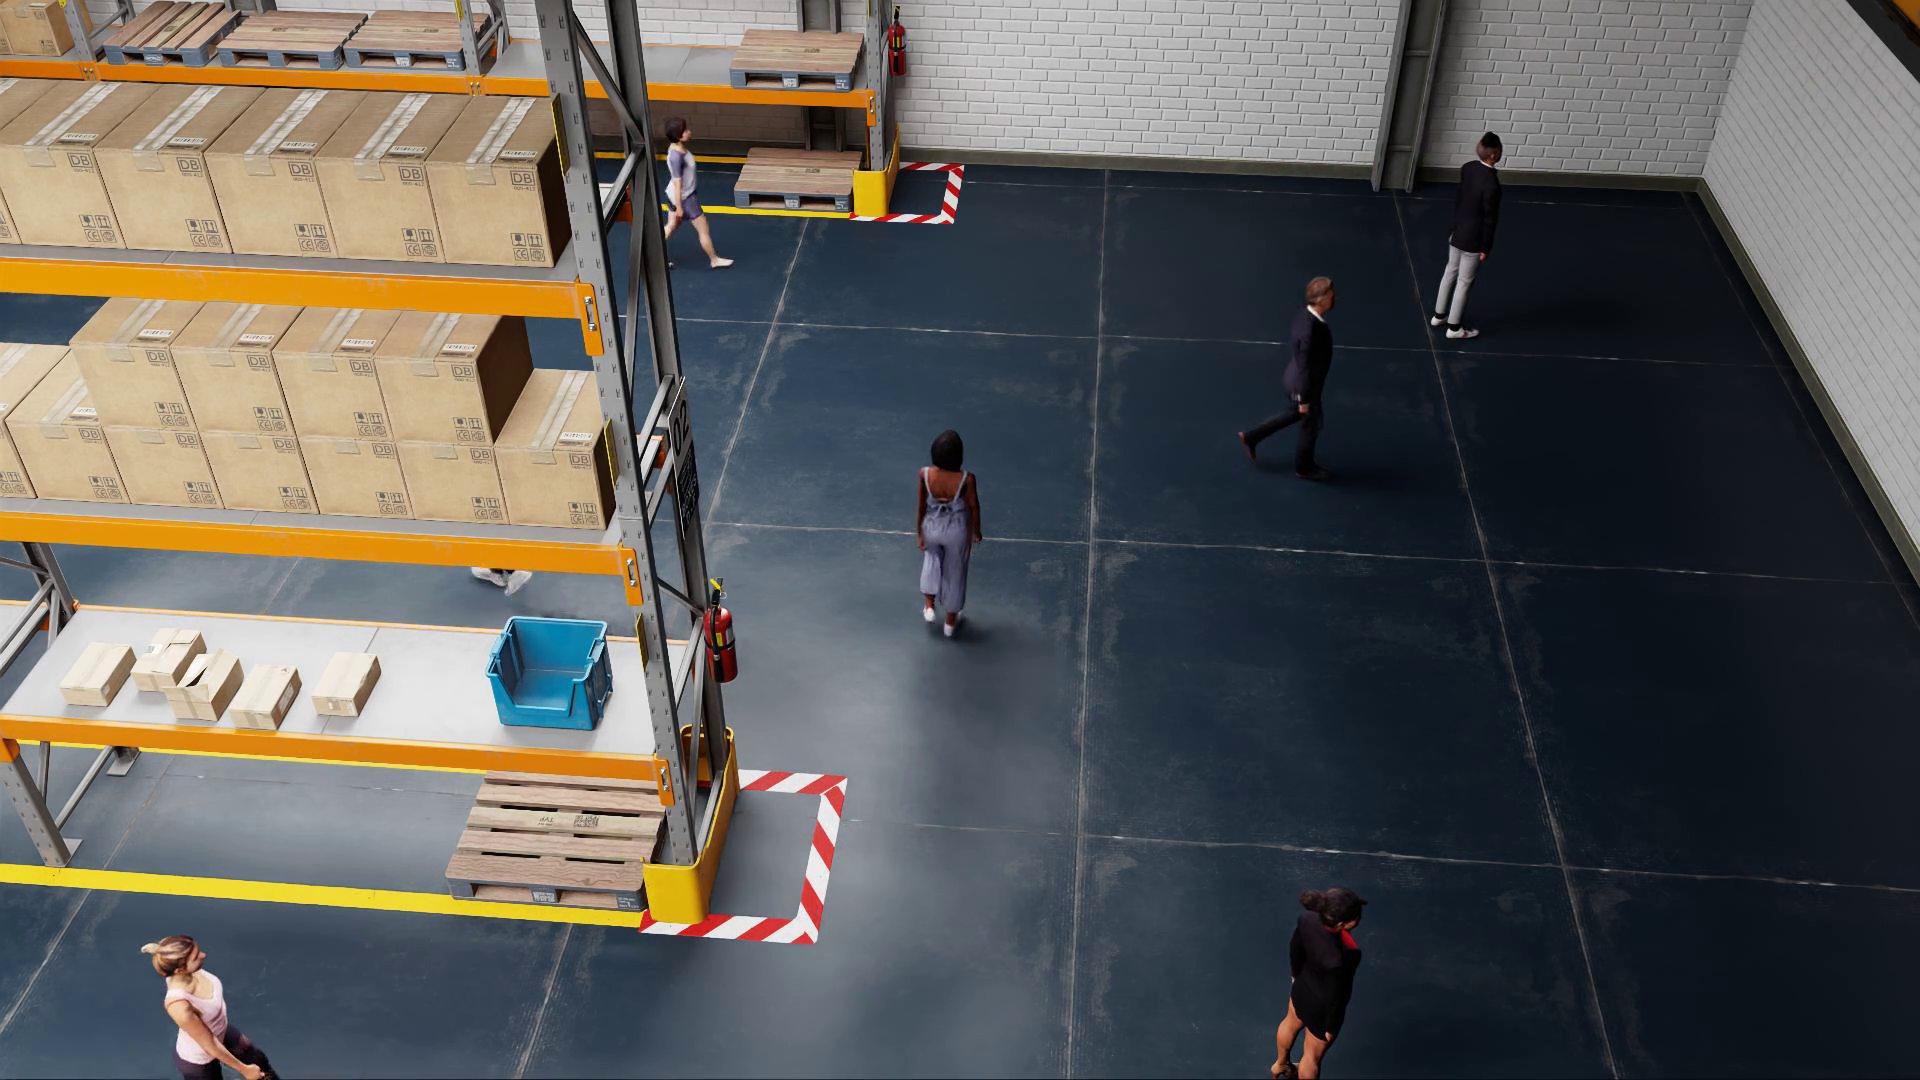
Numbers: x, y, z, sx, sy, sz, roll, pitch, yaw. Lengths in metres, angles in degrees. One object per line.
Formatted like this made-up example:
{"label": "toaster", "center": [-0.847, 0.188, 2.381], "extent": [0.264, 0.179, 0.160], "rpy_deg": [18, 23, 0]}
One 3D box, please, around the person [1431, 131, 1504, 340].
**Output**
{"label": "person", "center": [4.497, -2.712, 14.663], "extent": [0.737, 1.948, 0.779], "rpy_deg": [-10, 40, -12]}

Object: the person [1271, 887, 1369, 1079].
{"label": "person", "center": [1.838, 2.364, 8.554], "extent": [0.686, 1.641, 0.662], "rpy_deg": [-12, 40, -14]}

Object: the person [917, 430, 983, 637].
{"label": "person", "center": [-0.098, 0.010, 11.465], "extent": [0.658, 1.687, 0.700], "rpy_deg": [10, 40, 12]}

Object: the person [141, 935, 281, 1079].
{"label": "person", "center": [-3.862, 2.556, 8.319], "extent": [0.947, 1.633, 0.723], "rpy_deg": [-7, 39, -9]}

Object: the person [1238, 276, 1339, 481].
{"label": "person", "center": [2.611, -1.252, 12.958], "extent": [1.000, 1.796, 0.693], "rpy_deg": [5, 39, 6]}

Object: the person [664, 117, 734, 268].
{"label": "person", "center": [-2.681, -3.225, 15.646], "extent": [1.077, 1.524, 0.747], "rpy_deg": [-6, 39, -7]}
